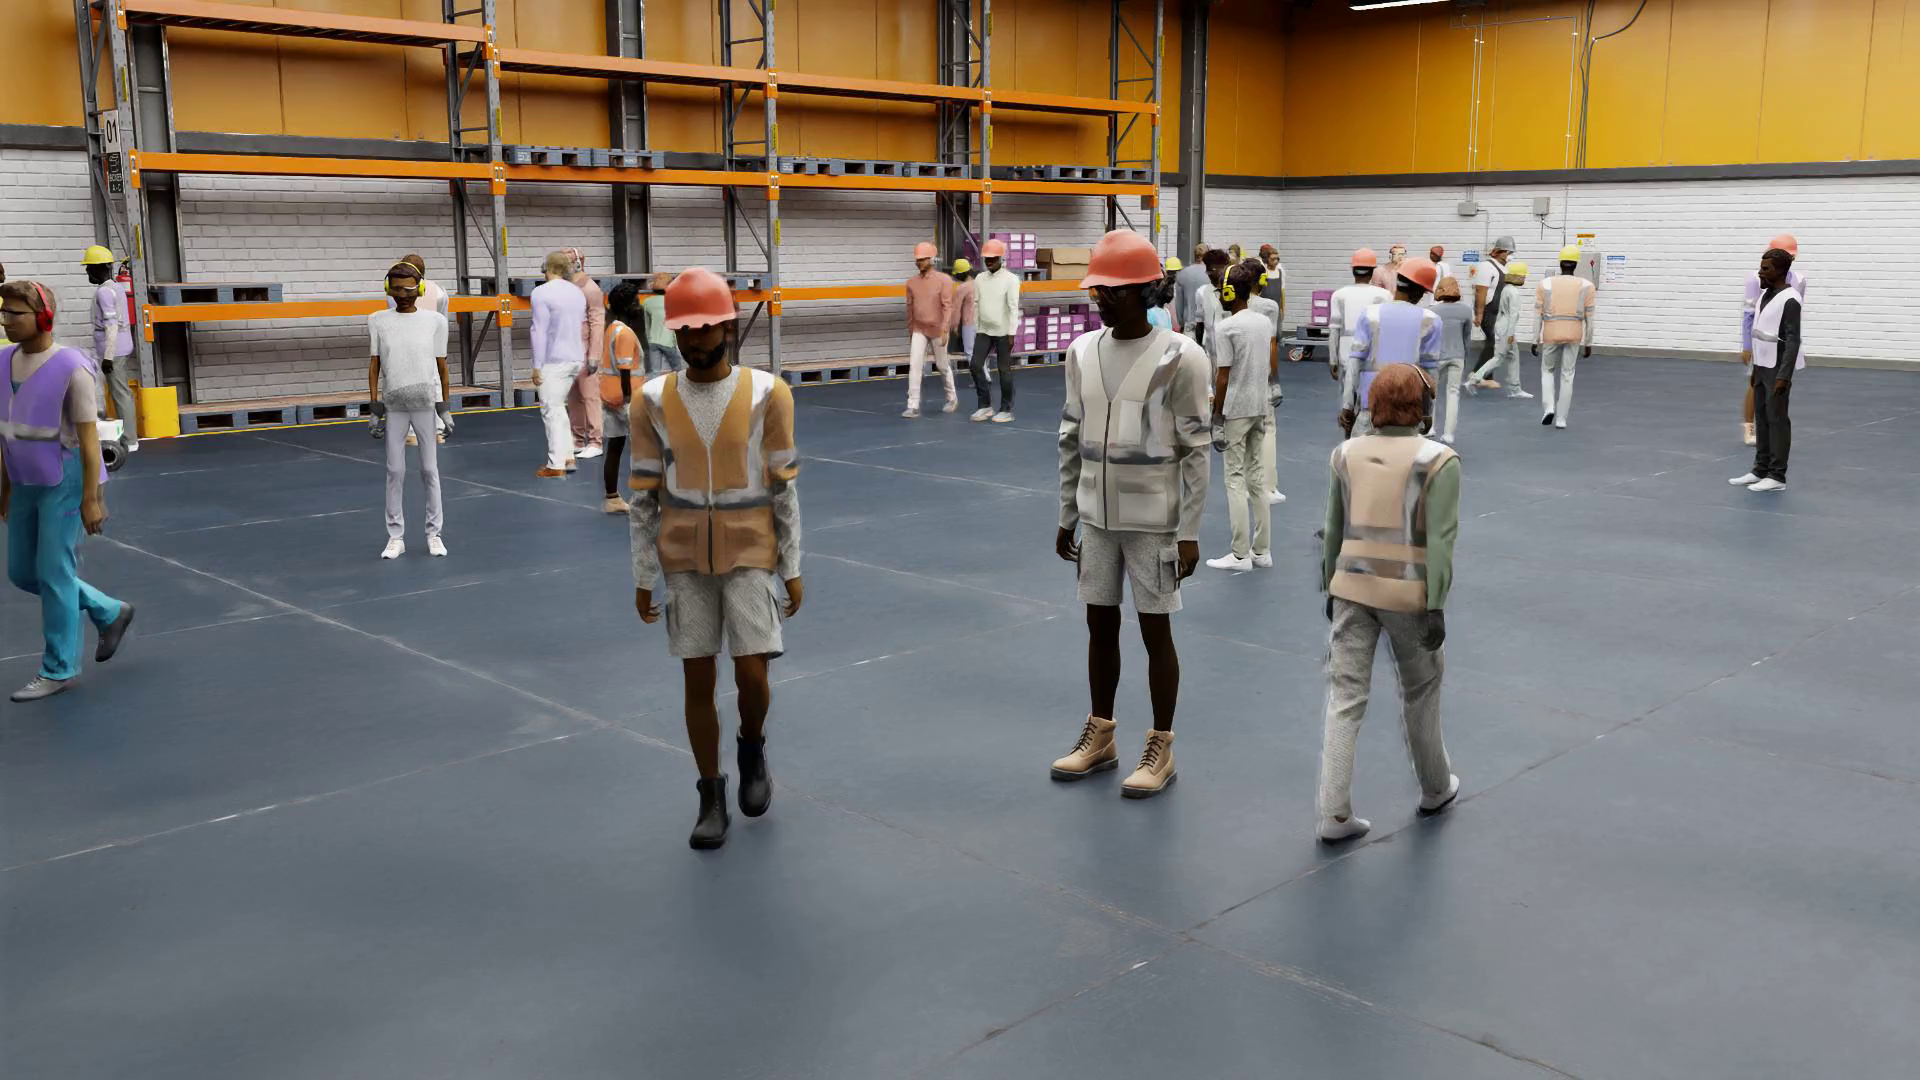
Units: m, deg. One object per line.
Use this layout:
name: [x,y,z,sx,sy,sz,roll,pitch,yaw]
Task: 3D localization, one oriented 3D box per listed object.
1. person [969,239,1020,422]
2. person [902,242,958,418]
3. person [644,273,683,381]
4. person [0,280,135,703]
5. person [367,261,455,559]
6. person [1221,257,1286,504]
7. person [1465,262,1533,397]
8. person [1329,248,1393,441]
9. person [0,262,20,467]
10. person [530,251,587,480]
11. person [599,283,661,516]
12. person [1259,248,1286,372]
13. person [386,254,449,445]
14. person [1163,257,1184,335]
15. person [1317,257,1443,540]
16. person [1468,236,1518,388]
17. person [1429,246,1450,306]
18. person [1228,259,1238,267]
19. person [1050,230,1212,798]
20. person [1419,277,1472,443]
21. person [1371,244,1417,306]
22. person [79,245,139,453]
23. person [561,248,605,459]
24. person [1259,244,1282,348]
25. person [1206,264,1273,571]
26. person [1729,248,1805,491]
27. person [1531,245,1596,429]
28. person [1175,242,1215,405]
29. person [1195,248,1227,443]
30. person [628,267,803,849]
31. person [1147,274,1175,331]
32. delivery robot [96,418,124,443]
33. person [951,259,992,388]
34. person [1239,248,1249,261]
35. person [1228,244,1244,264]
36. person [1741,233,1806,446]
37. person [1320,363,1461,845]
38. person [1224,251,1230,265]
person: [0.360,-2.245,17.954,0.640,1.969,0.602,8,13,37]
person: [-0.322,-2.369,18.714,0.614,1.956,0.976,5,11,23]
person: [-3.228,-2.158,18.480,0.527,1.597,0.775,4,11,23]
person: [-4.004,-0.233,7.375,0.579,1.833,0.605,5,12,27]
person: [-3.454,-0.812,10.459,0.519,1.865,0.327,-3,11,-15]
person: [2.209,-1.201,12.601,0.586,1.859,0.376,9,14,40]
person: [6.734,-2.609,20.716,0.809,1.699,0.524,1,10,8]
person: [3.618,-1.646,14.897,0.559,1.912,0.760,5,12,27]
person: [-8.415,-1.554,14.579,0.429,1.839,0.623,2,11,11]
person: [-3.375,-1.469,13.956,0.431,1.896,0.660,4,11,21]
person: [-2.329,-1.003,11.972,0.567,1.677,0.553,-5,11,-24]
person: [4.585,-3.420,24.762,0.520,1.830,0.466,-2,11,-10]
person: [-5.252,-1.837,16.106,0.429,1.844,0.627,10,14,43]
person: [2.787,-2.791,21.542,0.540,1.745,0.487,7,12,32]
person: [2.731,-0.876,10.751,0.705,1.885,0.485,2,11,12]
person: [7.091,-3.013,21.974,0.541,2.000,0.707,10,14,43]
person: [8.213,-4.067,28.306,0.394,1.849,0.764,9,13,39]
person: [4.603,-3.921,28.092,0.519,1.616,0.591,1,10,4]
person: [0.589,-0.084,6.003,0.615,2.038,0.395,9,13,39]
person: [4.761,-1.769,16.342,0.511,1.617,0.512,0,10,-2]
person: [5.730,-2.934,21.907,0.638,1.909,0.408,-2,11,-12]
person: [-7.895,-1.759,15.445,0.387,1.926,0.591,-3,11,-18]
person: [-3.500,-1.699,15.177,0.399,1.909,0.642,-10,14,-43]
person: [5.352,-4.222,29.082,0.588,1.865,0.403,5,12,26]
person: [1.693,-0.735,10.084,0.503,1.853,0.367,-9,14,-41]
person: [6.474,-1.347,13.227,0.395,1.917,0.590,1,10,4]
person: [6.330,-2.123,17.458,0.619,1.911,0.425,3,11,18]
person: [2.871,-2.583,19.905,0.635,1.937,0.352,8,13,39]
person: [2.644,-1.920,16.428,1.012,1.905,0.669,-10,14,-43]
person: [-0.808,0.067,5.506,0.571,1.920,0.430,0,10,1]
person: [1.869,-1.615,15.359,0.834,1.650,0.560,4,11,22]
delivery robot: [-7.597,-0.911,14.309,0.707,0.478,0.477,-4,11,-23]
person: [0.137,-2.841,21.933,0.376,1.712,0.596,8,13,38]
person: [4.875,-4.111,28.618,0.685,1.805,0.602,2,11,9]
person: [4.699,-4.060,28.193,0.633,1.888,1.045,10,14,43]
person: [7.833,-1.918,16.028,0.649,2.036,0.433,-2,11,-8]
person: [1.473,0.202,5.663,0.535,1.585,0.788,10,14,42]
person: [3.421,-3.069,22.929,0.785,1.820,0.642,-1,10,-6]
